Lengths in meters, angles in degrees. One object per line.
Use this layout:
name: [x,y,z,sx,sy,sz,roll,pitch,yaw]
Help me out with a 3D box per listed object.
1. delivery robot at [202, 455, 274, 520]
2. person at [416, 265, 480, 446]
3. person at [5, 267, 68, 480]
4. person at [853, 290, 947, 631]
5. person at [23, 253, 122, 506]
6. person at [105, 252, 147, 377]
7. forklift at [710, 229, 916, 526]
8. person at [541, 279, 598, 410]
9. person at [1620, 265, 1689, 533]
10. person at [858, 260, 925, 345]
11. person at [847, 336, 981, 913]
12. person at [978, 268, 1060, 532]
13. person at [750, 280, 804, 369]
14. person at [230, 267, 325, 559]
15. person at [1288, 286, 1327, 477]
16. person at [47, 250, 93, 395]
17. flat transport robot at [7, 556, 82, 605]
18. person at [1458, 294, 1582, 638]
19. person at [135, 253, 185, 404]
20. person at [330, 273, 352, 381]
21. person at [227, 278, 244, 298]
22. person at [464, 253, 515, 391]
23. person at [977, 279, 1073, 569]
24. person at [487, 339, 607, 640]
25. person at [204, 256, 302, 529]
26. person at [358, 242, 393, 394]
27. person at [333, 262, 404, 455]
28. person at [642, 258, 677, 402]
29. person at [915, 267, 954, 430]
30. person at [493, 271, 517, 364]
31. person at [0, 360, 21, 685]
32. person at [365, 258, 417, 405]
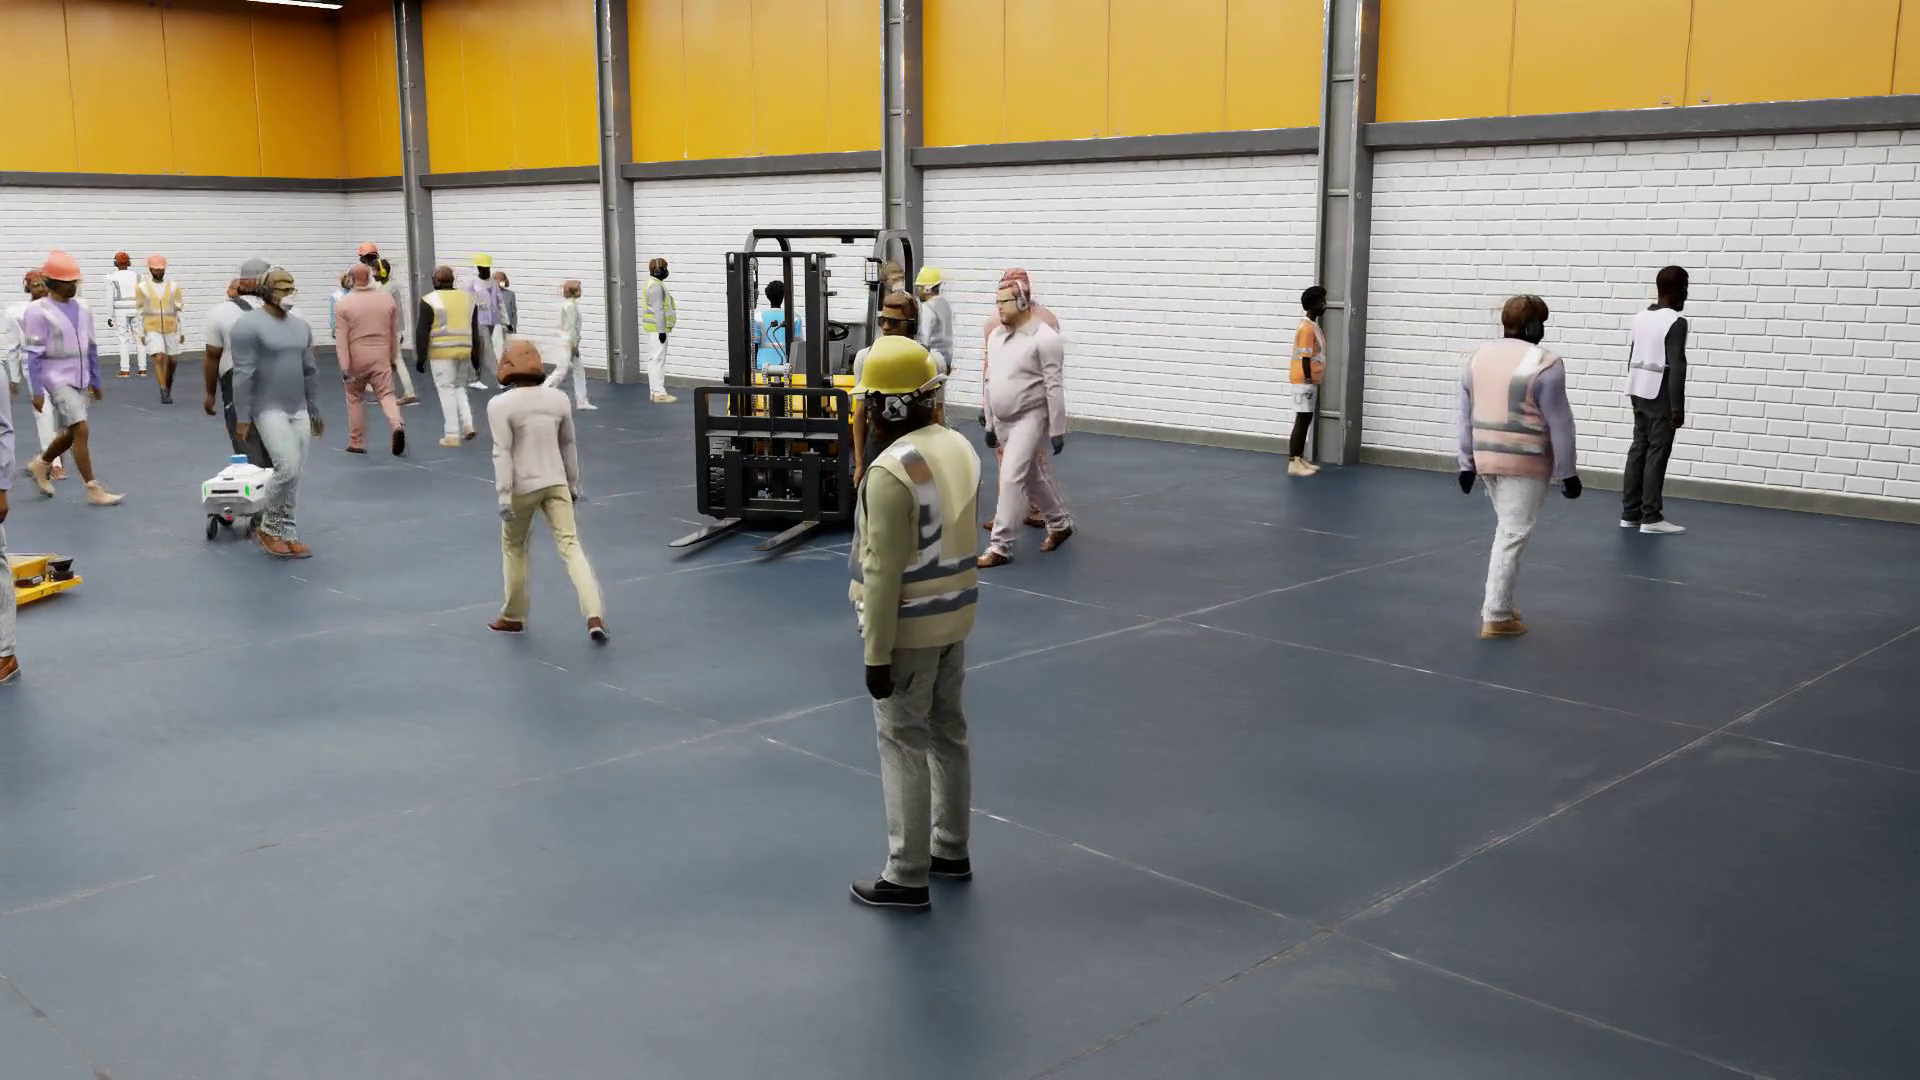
delivery robot: [-5.167,-0.371,11.967,0.477,0.478,0.707,-1,10,-5]
person: [-5.193,-1.862,16.893,0.443,1.826,0.645,8,13,36]
person: [-8.125,-1.492,14.790,0.594,1.863,0.836,-8,13,-38]
person: [-0.324,-0.415,8.955,0.506,1.842,0.350,1,10,5]
person: [-7.129,-1.254,13.135,0.914,2.004,0.648,3,11,13]
person: [-12.548,-3.389,25.058,0.353,1.883,0.577,10,14,43]
forklift: [-1.050,-1.319,12.920,1.214,2.155,2.313,2,11,13]
person: [-4.836,-2.354,20.173,0.758,1.609,0.519,-2,11,-11]
person: [5.012,-1.009,11.986,0.372,1.914,0.597,-1,10,-8]
person: [-0.627,-1.505,14.675,0.629,1.919,0.656,-8,13,-36]
person: [-0.154,0.268,5.291,0.403,1.825,0.597,5,12,27]
person: [0.403,-1.005,12.011,0.639,1.901,0.406,-7,13,-34]
person: [-1.787,-1.684,16.265,0.540,1.695,0.317,-1,10,-6]
person: [-4.429,-0.817,10.912,0.437,1.924,0.663,4,11,20]
person: [3.092,-1.412,14.815,0.318,1.688,0.533,3,11,16]
person: [-11.823,-2.850,21.959,0.628,1.939,0.648,5,11,23]
flat transport robot: [-6.016,0.228,9.729,1.431,0.197,0.652,1,10,5]
person: [3.006,-0.384,8.842,0.570,1.824,0.631,-4,11,-23]
person: [-10.232,-2.712,21.298,0.544,1.916,0.721,-7,12,-33]
person: [-8.754,-3.029,23.863,0.532,1.602,0.840,-5,12,-26]
person: [-8.401,-2.237,19.453,0.279,1.631,0.504,1,10,5]
person: [-6.457,-2.991,22.877,0.957,1.875,0.618,5,11,25]
person: [0.428,-0.784,10.943,1.001,1.860,0.642,-8,13,-38]
person: [-2.182,-0.253,8.759,0.778,1.588,0.526,10,14,42]
person: [-5.181,-1.135,12.336,0.731,2.000,0.994,-7,13,-35]
person: [-7.941,-2.995,22.468,0.378,2.044,0.607,8,13,38]
person: [-5.724,-1.752,16.130,0.640,1.878,0.849,-8,13,-38]
person: [-3.854,-2.690,21.359,0.430,1.844,0.619,-3,11,-17]
person: [-0.283,-1.780,16.451,0.417,1.818,0.592,3,11,16]
person: [-6.804,-3.173,24.611,0.504,1.618,0.565,-9,14,-40]
person: [-4.756,-0.262,7.847,0.602,1.940,0.402,2,11,10]
person: [-7.208,-2.586,20.796,0.776,1.834,0.541,-3,11,-14]
